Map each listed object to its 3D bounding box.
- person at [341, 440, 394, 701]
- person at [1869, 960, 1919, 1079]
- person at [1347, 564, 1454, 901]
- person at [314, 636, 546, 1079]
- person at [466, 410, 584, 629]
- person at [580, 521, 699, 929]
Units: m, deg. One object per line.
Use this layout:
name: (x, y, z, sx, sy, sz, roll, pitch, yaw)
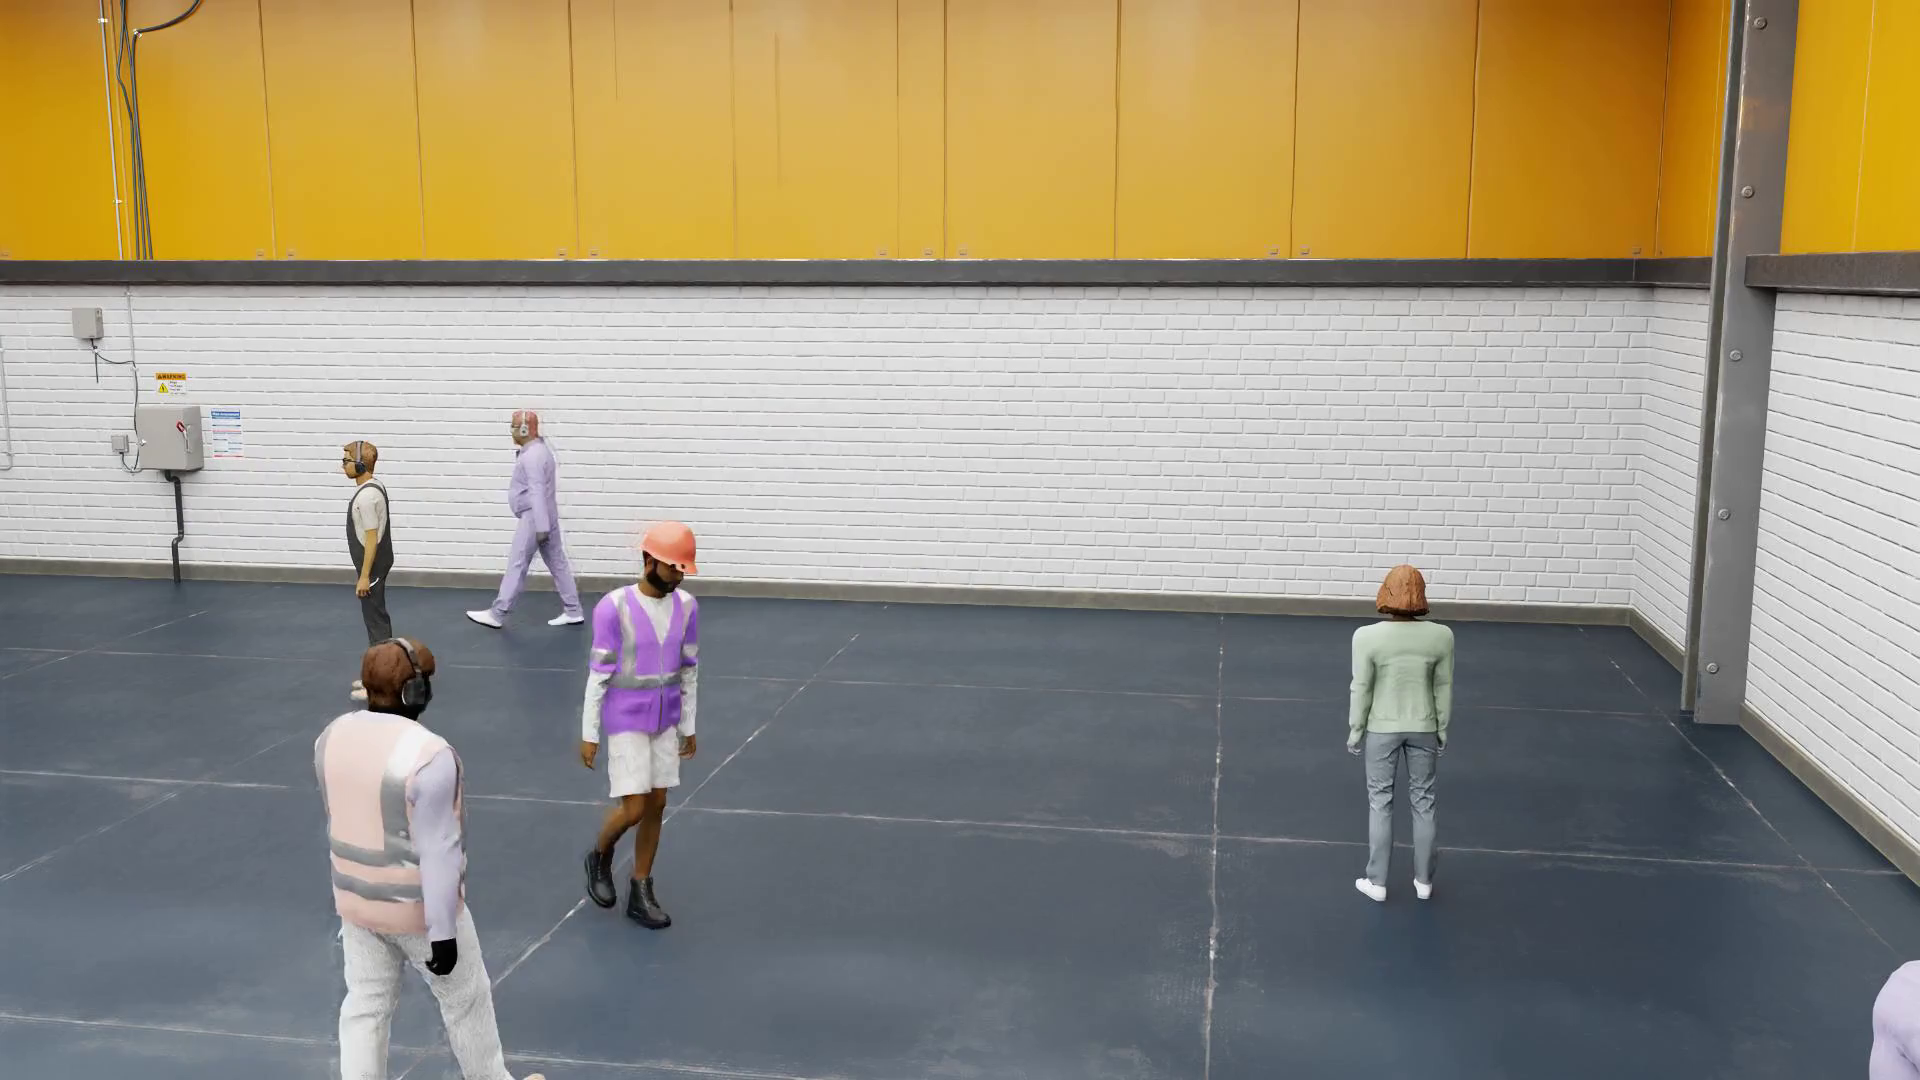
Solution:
person: (-4.197, 0.212, 11.792, 0.346, 1.846, 0.507, -3, 10, -15)
person: (2.172, 1.528, 3.385, 0.635, 1.937, 0.355, 8, 12, 42)
person: (2.114, 0.930, 8.013, 0.501, 1.633, 0.281, 0, 9, -2)
person: (-1.810, 1.211, 5.724, 0.655, 1.814, 0.794, 5, 11, 30)
person: (-3.680, -0.163, 14.070, 0.988, 1.854, 0.669, -1, 9, -4)
person: (-1.470, 0.851, 7.685, 0.630, 1.896, 0.542, -9, 13, -44)
